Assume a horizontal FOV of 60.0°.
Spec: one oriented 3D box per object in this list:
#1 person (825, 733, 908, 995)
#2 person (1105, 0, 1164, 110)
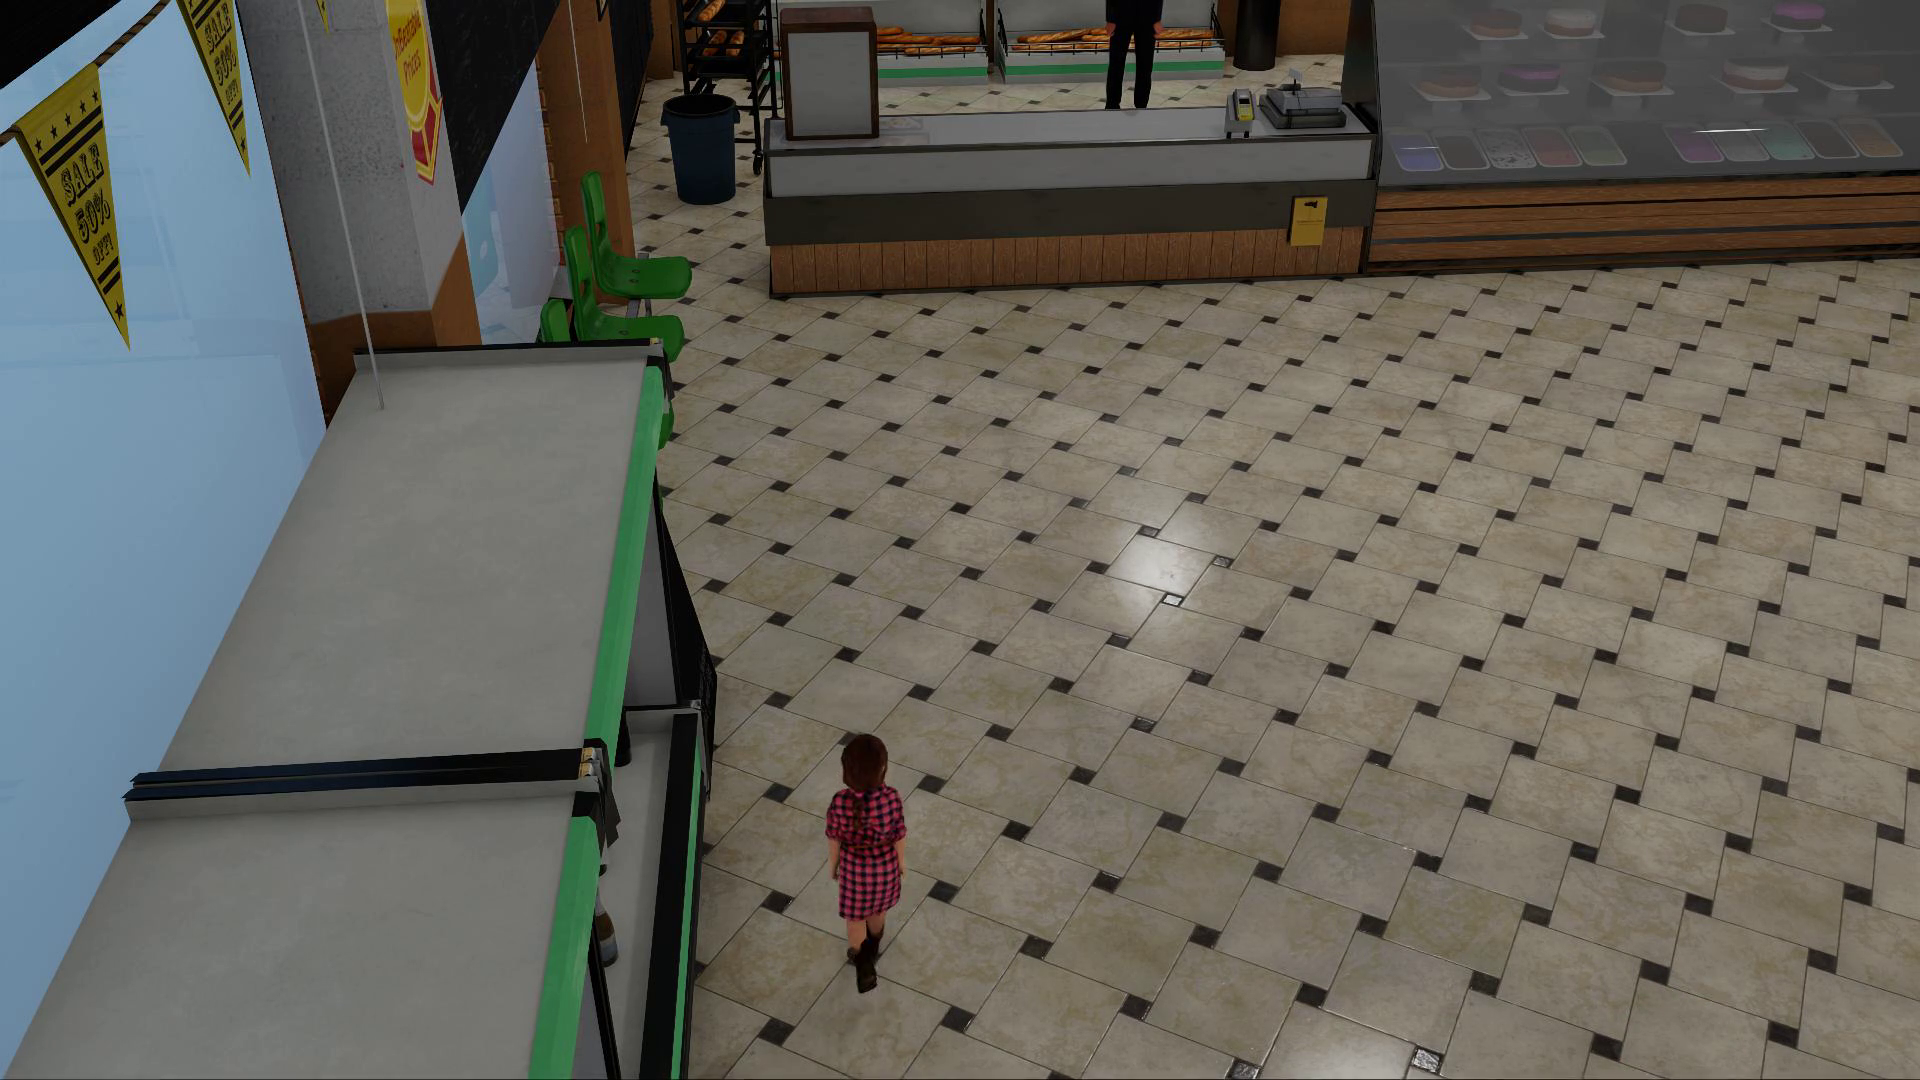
[{"bbox_3d":[-0.318,1.110,5.679,0.423,1.013,0.651,-3,32,-5],"label":"person"},{"bbox_3d":[1.415,-4.247,13.479,0.614,1.868,0.568,-3,32,-5],"label":"person"}]
